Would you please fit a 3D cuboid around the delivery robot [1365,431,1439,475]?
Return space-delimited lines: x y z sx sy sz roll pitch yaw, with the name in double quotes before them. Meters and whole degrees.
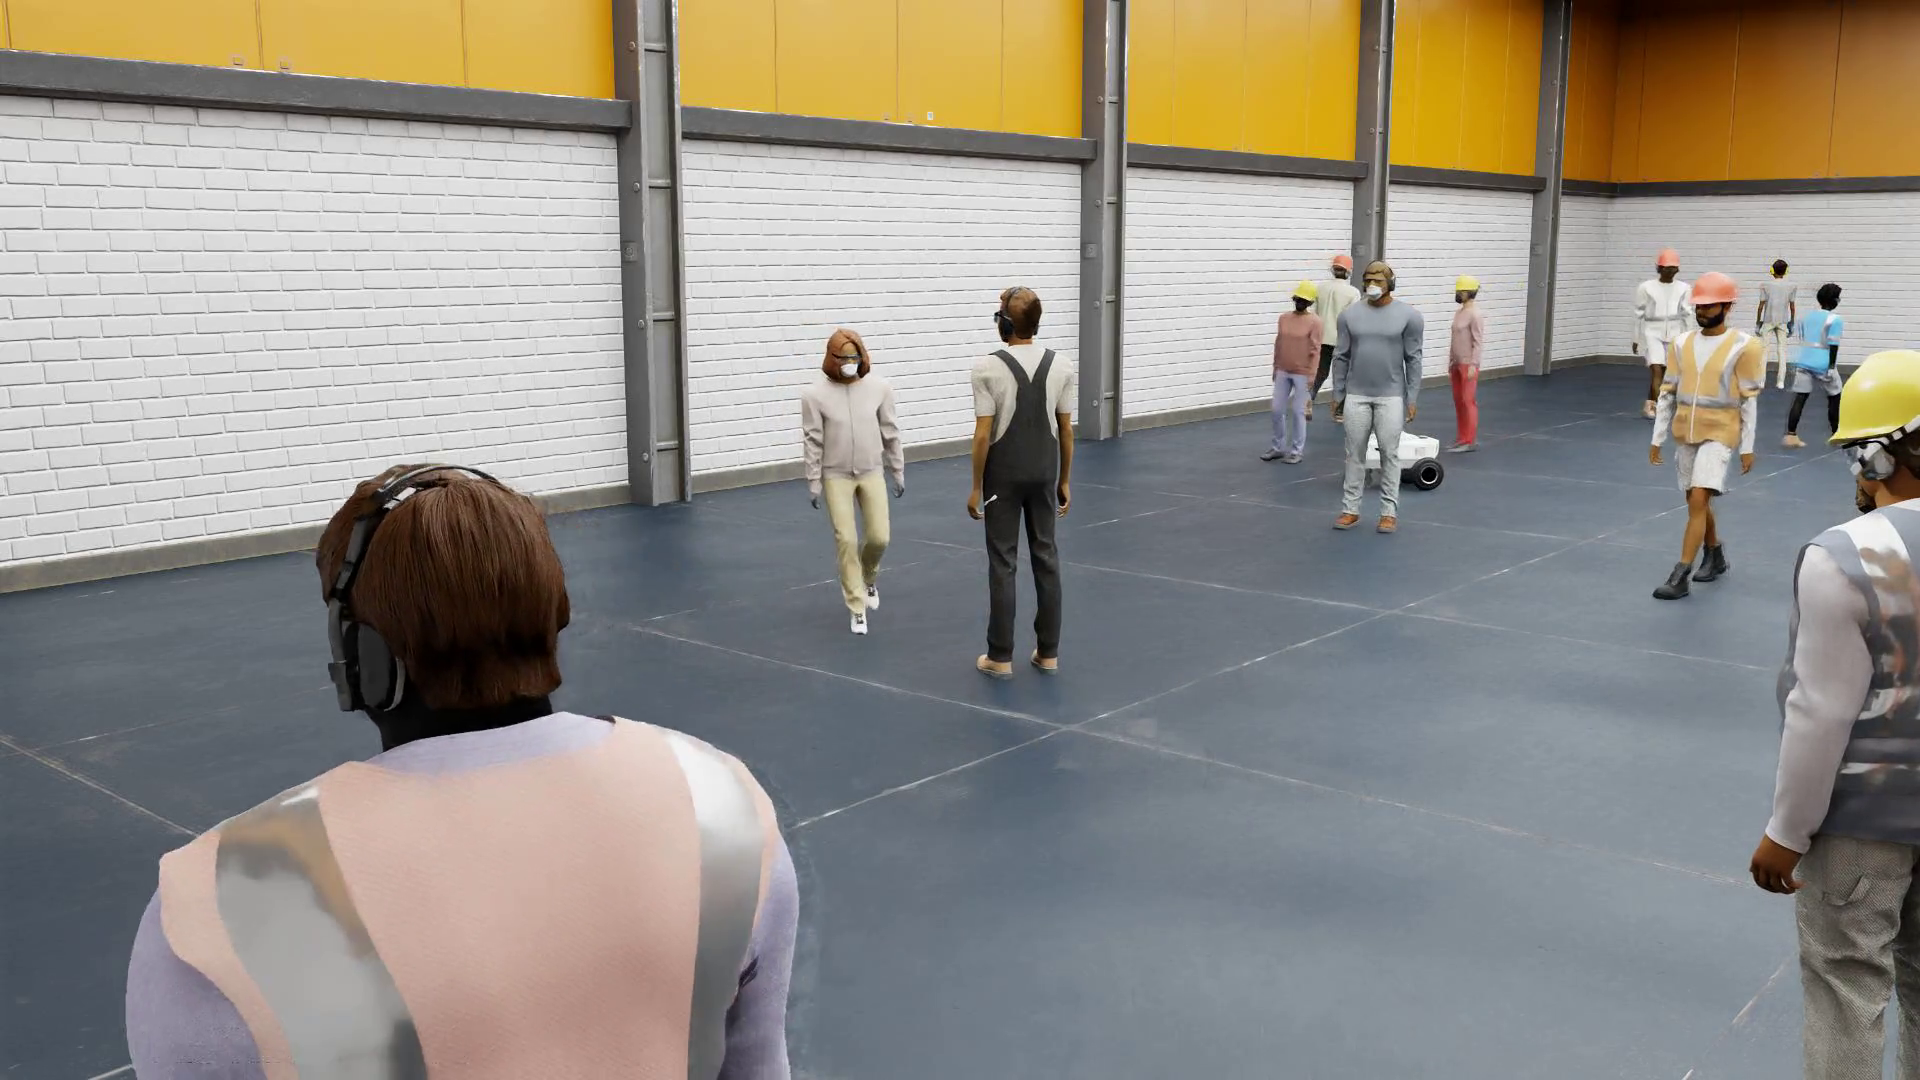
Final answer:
"delivery robot" 3.654 -0.758 14.045 0.707 0.478 0.477 -1 10 -5

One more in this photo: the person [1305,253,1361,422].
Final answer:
"person" 4.293 -2.315 19.173 0.627 1.974 0.796 8 13 39

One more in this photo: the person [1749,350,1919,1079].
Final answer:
"person" 1.872 0.530 3.384 0.589 1.822 0.403 -3 11 -18

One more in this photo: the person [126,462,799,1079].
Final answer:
"person" -0.472 0.834 1.658 0.632 1.829 0.433 -9 14 -42

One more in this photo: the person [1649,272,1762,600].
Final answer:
"person" 4.390 -0.630 9.807 0.965 1.893 0.559 -7 12 -35

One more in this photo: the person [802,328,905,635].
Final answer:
"person" -0.569 -0.320 8.805 0.541 1.610 0.472 -2 10 -13

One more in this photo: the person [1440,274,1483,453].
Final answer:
"person" 4.999 -1.752 16.538 0.320 1.768 0.530 -1 10 -8

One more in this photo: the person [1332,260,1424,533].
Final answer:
"person" 2.962 -1.020 11.878 0.635 1.937 0.353 5 11 28

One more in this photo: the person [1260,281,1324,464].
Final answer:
"person" 3.133 -1.552 15.522 0.373 1.719 0.592 -9 13 -42

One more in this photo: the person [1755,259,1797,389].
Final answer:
"person" 11.783 -3.114 24.035 0.514 1.861 0.317 3 10 17

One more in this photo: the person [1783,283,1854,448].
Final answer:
"person" 8.738 -1.745 16.785 0.810 1.664 0.551 -3 11 -18

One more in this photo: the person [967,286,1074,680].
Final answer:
"person" 0.283 -0.264 7.834 0.515 1.845 0.333 -4 11 -19

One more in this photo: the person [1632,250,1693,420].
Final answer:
"person" 8.176 -2.354 19.308 0.619 1.990 1.051 1 10 4

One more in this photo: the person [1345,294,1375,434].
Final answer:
"person" 3.659 -1.391 14.890 0.386 1.618 0.506 -8 13 -39
